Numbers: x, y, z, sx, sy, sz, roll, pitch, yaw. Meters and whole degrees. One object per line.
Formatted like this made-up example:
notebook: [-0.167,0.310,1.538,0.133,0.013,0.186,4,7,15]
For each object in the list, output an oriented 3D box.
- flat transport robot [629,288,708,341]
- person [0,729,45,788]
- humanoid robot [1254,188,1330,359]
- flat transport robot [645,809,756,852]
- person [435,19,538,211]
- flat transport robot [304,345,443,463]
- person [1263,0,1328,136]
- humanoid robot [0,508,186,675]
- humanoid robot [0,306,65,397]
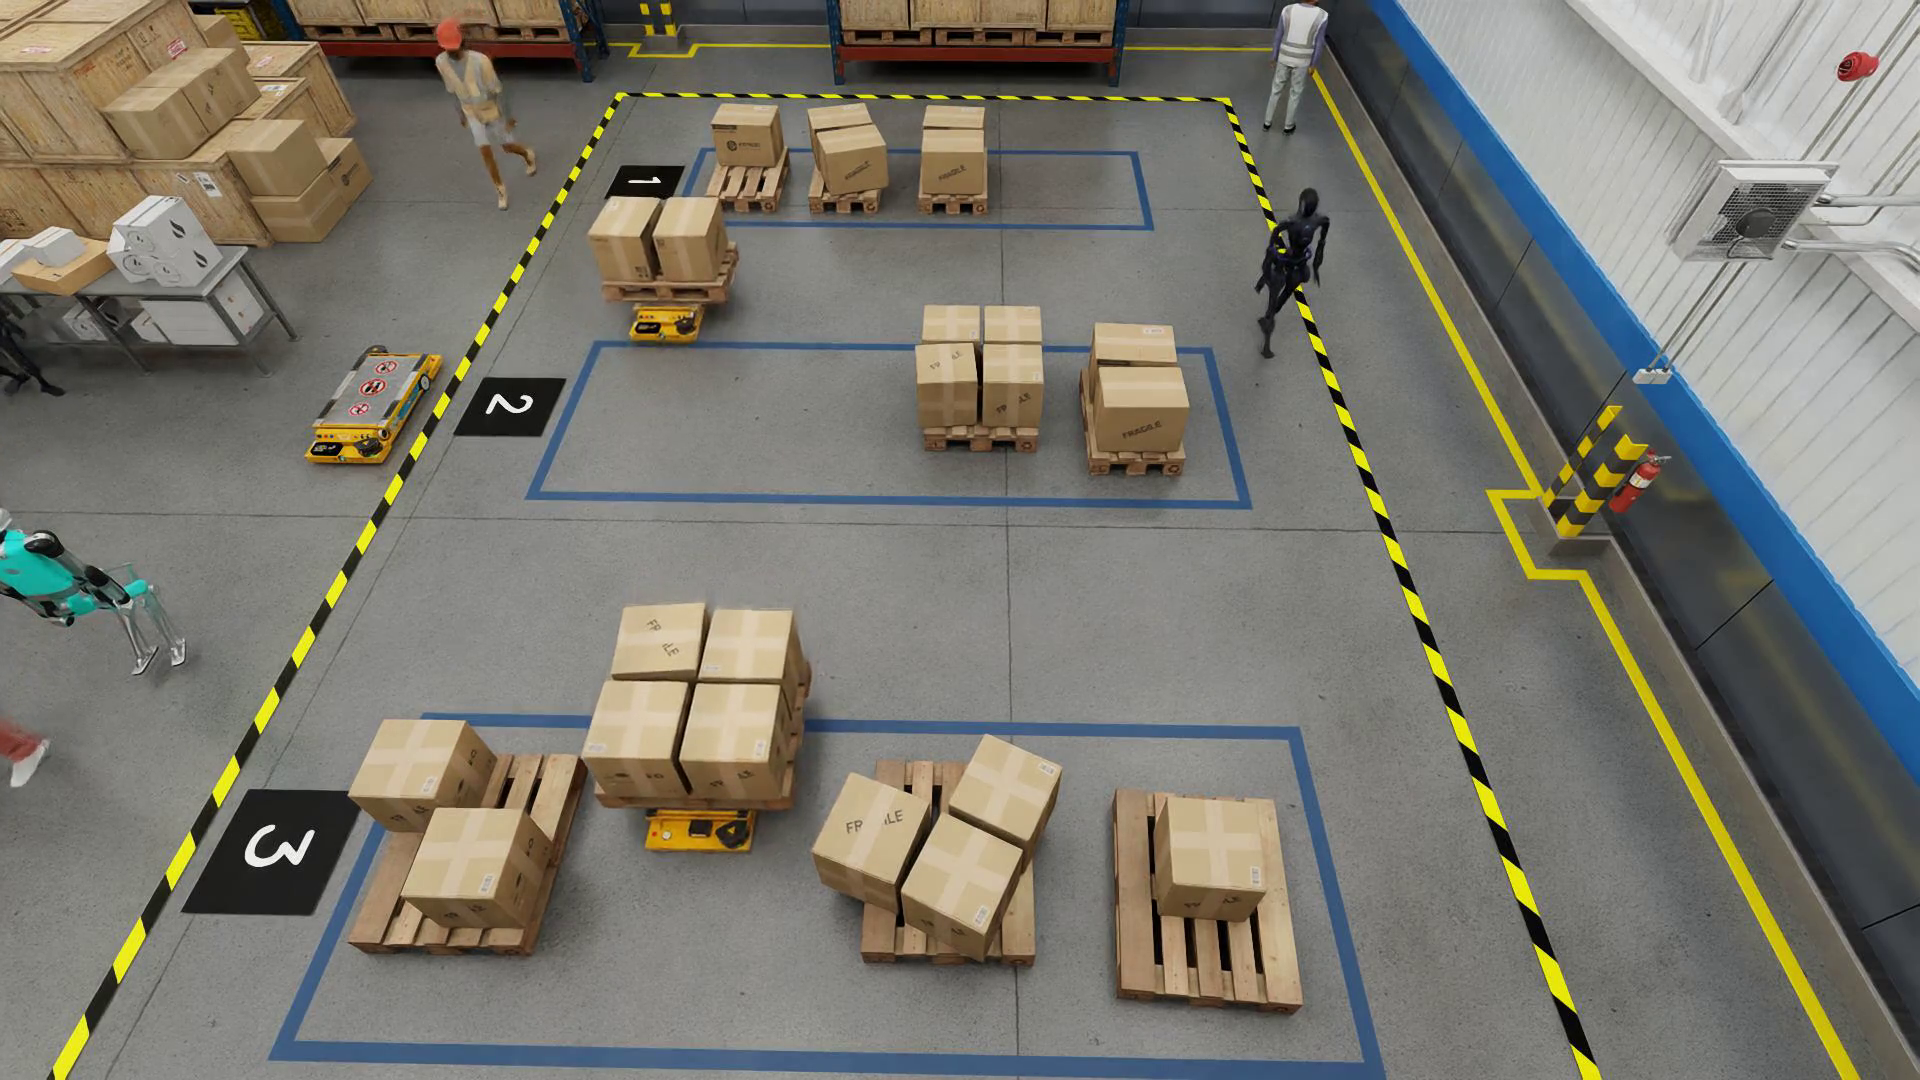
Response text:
flat transport robot: [-2.951,-2.595,9.545,0.652,0.197,1.431,1,50,1]
person: [-6.345,1.172,5.322,0.609,1.871,0.974,0,50,0]
humanoid robot: [3.131,-2.497,8.584,0.614,1.624,0.773,-5,50,-5]
flat transport robot: [-1.644,1.370,6.189,0.652,0.197,1.431,1,50,1]
person: [-5.359,-4.873,10.358,0.630,2.013,0.874,0,50,0]
flat transport robot: [-5.383,-1.269,8.441,0.659,0.231,1.431,1,50,1]
person: [4.175,-6.007,11.432,0.590,1.822,0.404,23,54,18]
humanoid robot: [-5.811,0.252,6.103,0.533,1.677,0.735,-11,51,-10]
humanoid robot: [-8.710,-1.939,8.090,0.595,1.646,0.463,-20,53,-16]
